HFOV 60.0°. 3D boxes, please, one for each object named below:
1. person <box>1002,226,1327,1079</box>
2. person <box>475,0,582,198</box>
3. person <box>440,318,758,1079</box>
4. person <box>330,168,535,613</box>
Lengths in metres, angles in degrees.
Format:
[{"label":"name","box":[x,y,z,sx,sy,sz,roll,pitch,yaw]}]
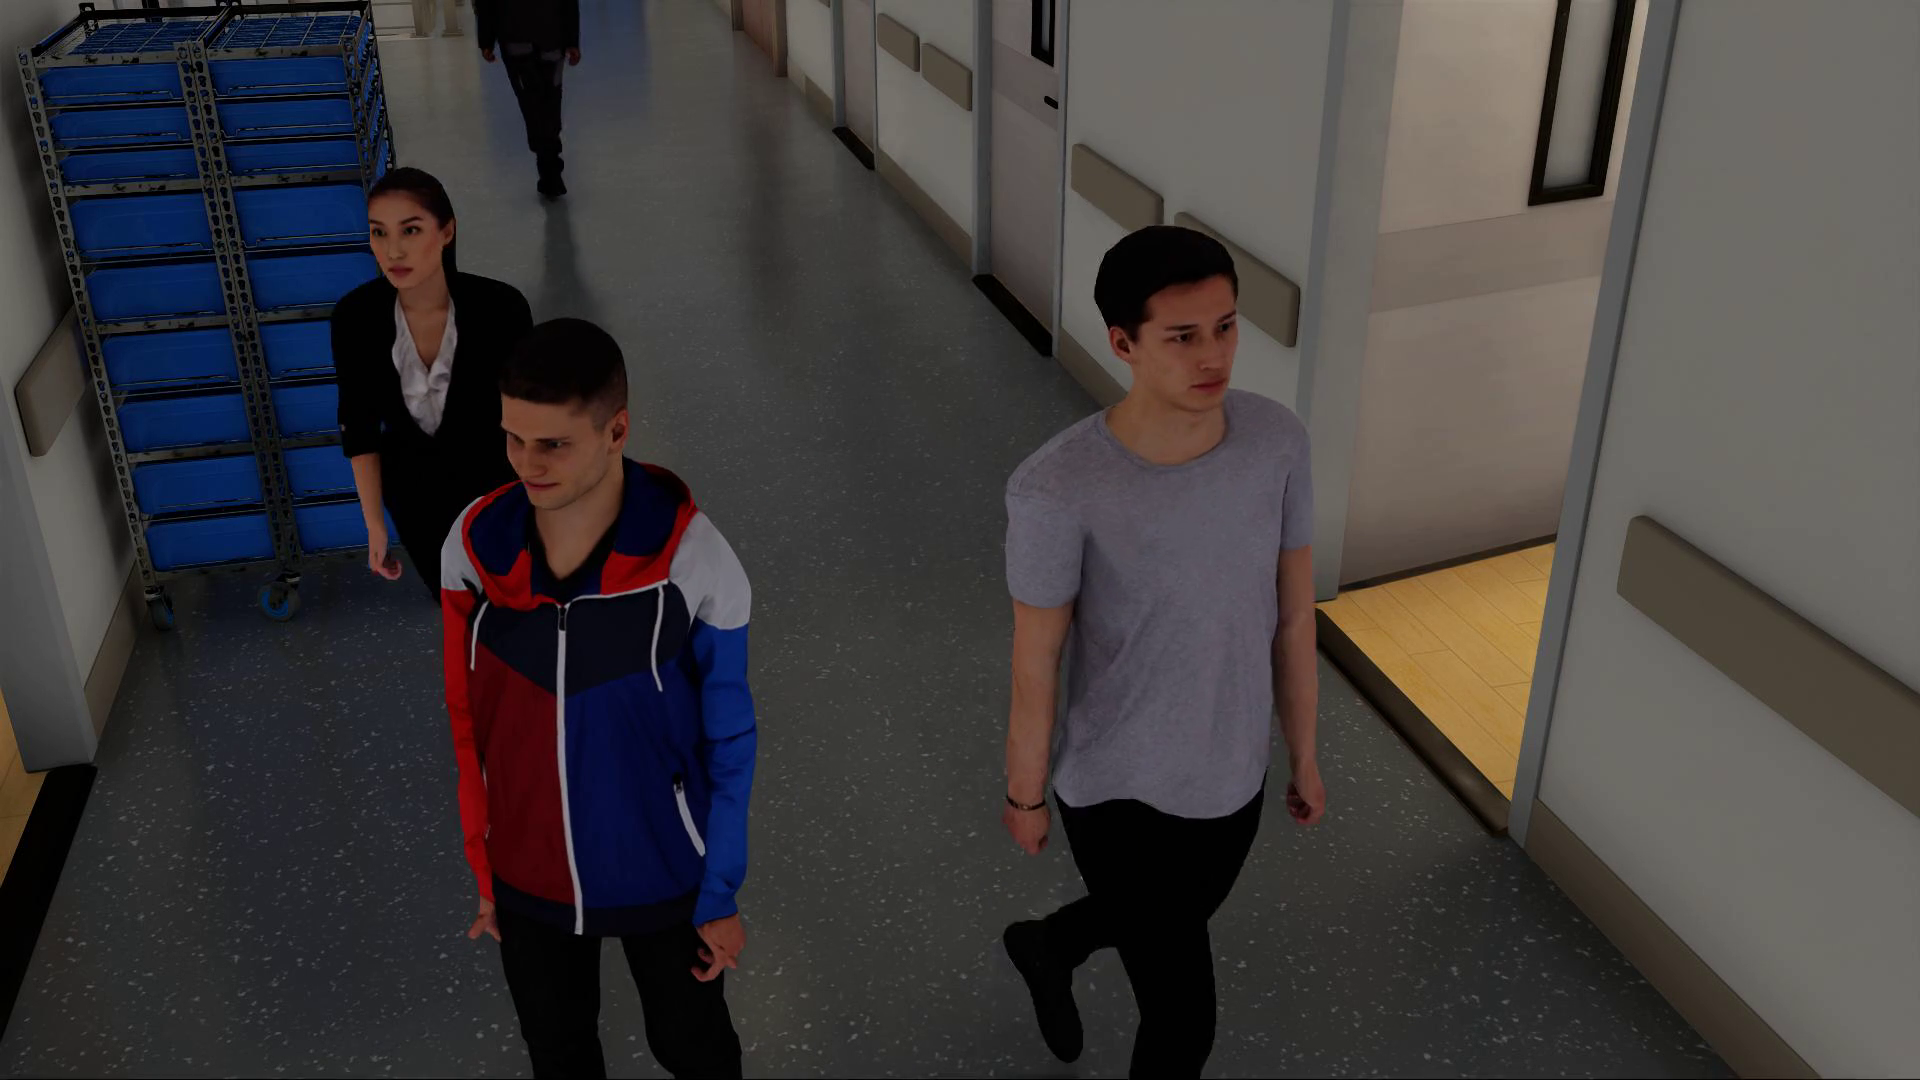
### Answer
[{"label":"person","box":[0.295,0.365,2.804,0.875,1.833,1.239,-14,29,-26]},{"label":"person","box":[-2.445,-2.867,9.556,0.856,1.789,1.205,-11,28,-22]},{"label":"person","box":[-0.553,0.484,2.644,0.717,1.758,0.700,5,26,10]},{"label":"person","box":[-1.166,-0.090,3.985,0.762,1.626,1.055,-1,26,-3]}]
